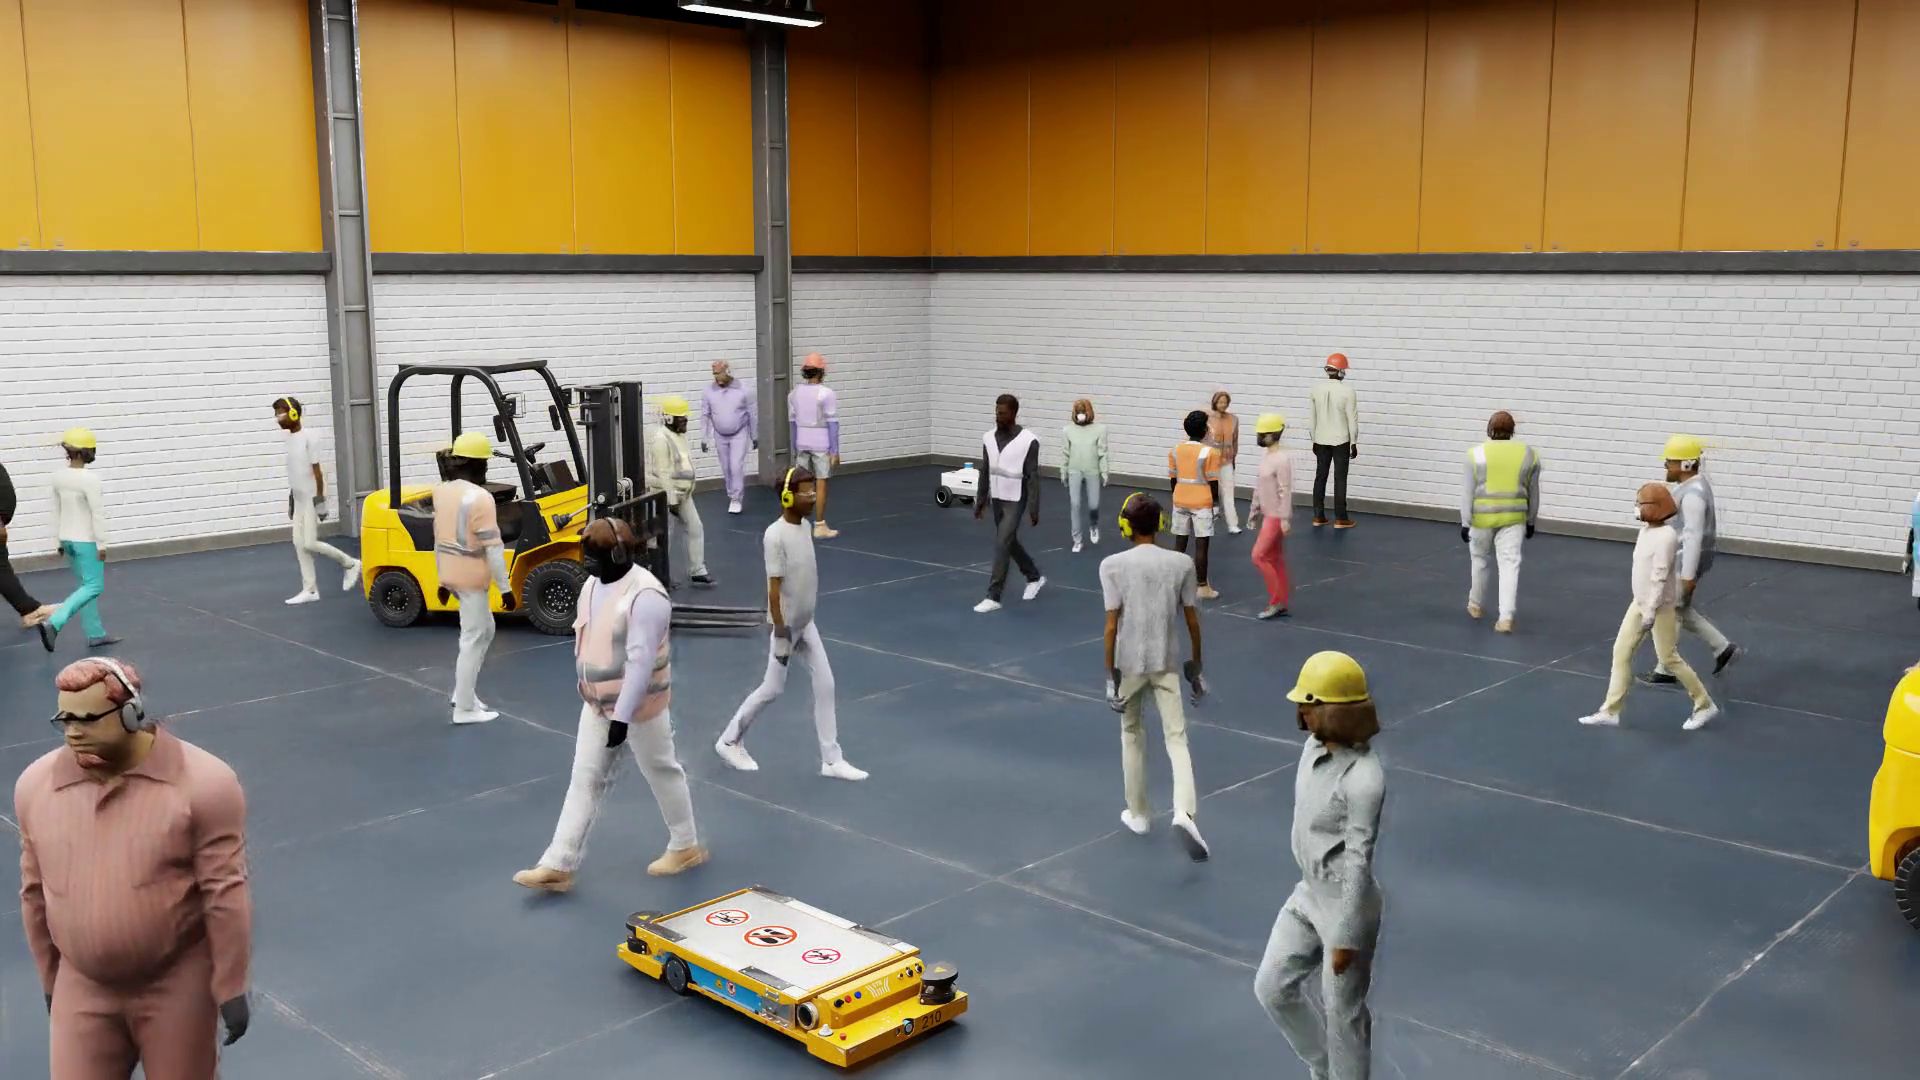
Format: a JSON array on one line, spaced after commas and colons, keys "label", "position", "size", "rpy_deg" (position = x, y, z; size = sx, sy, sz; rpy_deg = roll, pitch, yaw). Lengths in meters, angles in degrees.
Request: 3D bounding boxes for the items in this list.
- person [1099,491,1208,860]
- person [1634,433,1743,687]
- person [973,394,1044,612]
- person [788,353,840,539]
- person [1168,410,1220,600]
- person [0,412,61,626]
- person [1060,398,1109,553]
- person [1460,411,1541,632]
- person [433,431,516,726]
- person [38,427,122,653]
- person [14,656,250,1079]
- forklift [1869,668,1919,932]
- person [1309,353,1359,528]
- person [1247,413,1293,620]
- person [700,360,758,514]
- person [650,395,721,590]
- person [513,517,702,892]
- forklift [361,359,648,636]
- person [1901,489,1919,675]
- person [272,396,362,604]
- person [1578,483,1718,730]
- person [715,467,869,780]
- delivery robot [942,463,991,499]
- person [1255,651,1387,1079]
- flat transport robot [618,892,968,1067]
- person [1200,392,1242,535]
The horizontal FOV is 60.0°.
[{"label": "person", "position": [0.991, 0.685, 8.409], "size": [0.550, 1.825, 0.894], "rpy_deg": [-1, 9, -3]}, {"label": "person", "position": [5.156, 0.154, 11.670], "size": [0.607, 1.809, 0.591], "rpy_deg": [4, 10, 23]}, {"label": "person", "position": [0.451, -0.354, 14.560], "size": [0.600, 1.883, 0.951], "rpy_deg": [9, 13, 44]}, {"label": "person", "position": [-1.604, -1.019, 18.254], "size": [0.650, 2.022, 0.492], "rpy_deg": [5, 10, 27]}, {"label": "person", "position": [2.099, -0.311, 14.874], "size": [0.535, 1.697, 0.318], "rpy_deg": [9, 13, 42]}, {"label": "person", "position": [-7.848, -0.234, 13.349], "size": [1.027, 2.000, 0.700], "rpy_deg": [-7, 11, -35]}, {"label": "person", "position": [1.298, -0.684, 17.385], "size": [0.522, 1.618, 0.417], "rpy_deg": [2, 9, 11]}, {"label": "person", "position": [4.444, -0.168, 13.718], "size": [0.648, 1.790, 0.980], "rpy_deg": [1, 9, 8]}, {"label": "person", "position": [-3.138, 0.249, 10.771], "size": [0.490, 1.907, 0.607], "rpy_deg": [-9, 13, -43]}, {"label": "person", "position": [-6.806, 0.012, 12.740], "size": [0.533, 1.747, 0.699], "rpy_deg": [5, 10, 27]}, {"label": "person", "position": [-2.345, 1.243, 4.762], "size": [0.648, 1.888, 0.465], "rpy_deg": [-1, 9, -7]}, {"label": "forklift", "position": [5.205, 0.723, 7.013], "size": [2.313, 2.155, 1.214], "rpy_deg": [9, 13, 43]}, {"label": "person", "position": [4.274, -1.133, 18.997], "size": [0.612, 1.995, 0.377], "rpy_deg": [9, 13, 42]}, {"label": "person", "position": [2.599, -0.192, 13.976], "size": [0.459, 1.749, 0.519], "rpy_deg": [-1, 9, -4]}, {"label": "person", "position": [-2.785, -1.230, 20.014], "size": [0.666, 1.863, 0.836], "rpy_deg": [2, 9, 11]}, {"label": "person", "position": [-2.514, -0.416, 15.197], "size": [0.752, 1.801, 0.609], "rpy_deg": [2, 9, 12]}, {"label": "person", "position": [-1.637, 0.784, 7.880], "size": [0.621, 1.791, 0.950], "rpy_deg": [8, 12, 42]}, {"label": "forklift", "position": [-3.850, -0.407, 13.936], "size": [2.313, 2.155, 1.214], "rpy_deg": [2, 9, 11]}, {"label": "person", "position": [6.984, 0.172, 11.926], "size": [0.368, 1.684, 0.556], "rpy_deg": [-1, 9, -8]}, {"label": "person", "position": [-5.727, -0.358, 14.779], "size": [0.548, 1.826, 0.623], "rpy_deg": [9, 13, 43]}, {"label": "person", "position": [4.473, 0.430, 10.627], "size": [0.813, 1.602, 0.504], "rpy_deg": [0, 9, 0]}, {"label": "person", "position": [-1.020, 0.478, 9.636], "size": [0.934, 1.835, 0.532], "rpy_deg": [4, 10, 21]}, {"label": "delivery robot", "position": [0.111, -0.710, 20.525], "size": [0.707, 0.478, 0.477], "rpy_deg": [9, 13, 43]}, {"label": "person", "position": [1.195, 1.205, 5.448], "size": [0.377, 1.726, 0.512], "rpy_deg": [-2, 9, -12]}, {"label": "flat transport robot", "position": [-0.708, 1.722, 6.767], "size": [1.431, 0.197, 0.652], "rpy_deg": [9, 13, 43]}, {"label": "person", "position": [2.877, -0.871, 18.629], "size": [0.535, 1.588, 0.875], "rpy_deg": [-3, 10, -15]}]
